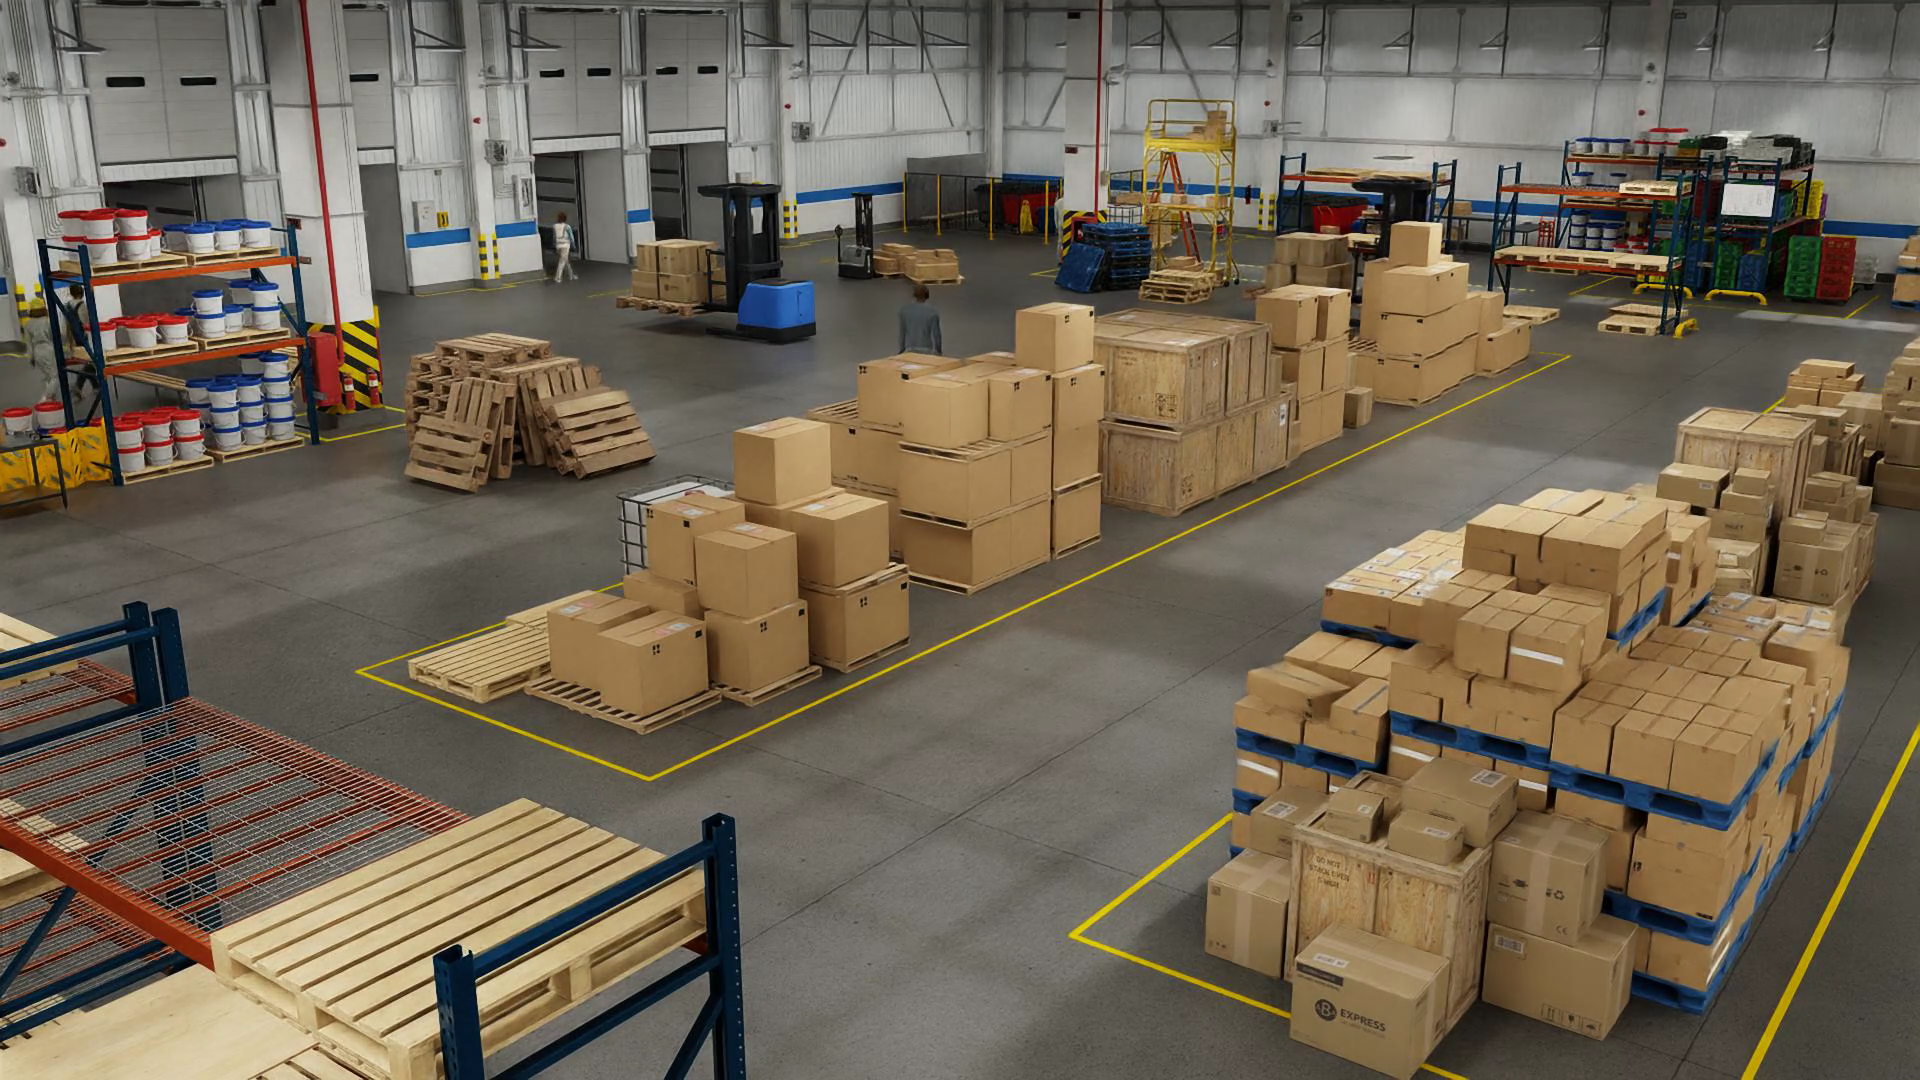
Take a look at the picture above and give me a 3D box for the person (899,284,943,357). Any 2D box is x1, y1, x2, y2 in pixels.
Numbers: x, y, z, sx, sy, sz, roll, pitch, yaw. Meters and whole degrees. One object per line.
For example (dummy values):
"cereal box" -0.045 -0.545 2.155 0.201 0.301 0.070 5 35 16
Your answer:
"person" -0.547 -2.908 25.053 0.652 1.906 0.812 6 18 20

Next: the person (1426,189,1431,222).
"person" 11.788 -8.126 42.286 0.379 1.938 0.547 -9 19 -29

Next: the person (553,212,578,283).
"person" -9.109 -6.717 38.208 0.534 1.594 0.870 9 19 28

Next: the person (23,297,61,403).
"person" -13.680 -2.753 24.840 0.498 1.727 0.574 0 17 -2

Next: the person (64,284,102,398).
"person" -13.668 -3.106 25.880 0.506 1.826 0.816 4 17 12

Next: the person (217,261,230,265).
"person" -12.371 -3.842 28.198 0.573 1.883 0.356 15 22 40

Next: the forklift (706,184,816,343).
"forklift" -3.717 -5.181 30.929 1.873 2.768 1.129 12 21 35

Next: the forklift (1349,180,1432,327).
"forklift" 8.599 -5.451 31.823 1.873 2.768 1.129 12 21 35

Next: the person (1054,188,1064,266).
"person" 2.605 -7.679 40.806 0.629 1.940 0.373 12 21 35

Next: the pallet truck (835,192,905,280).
"pallet truck" -1.936 -7.159 38.982 1.885 1.965 0.823 -12 21 -34
